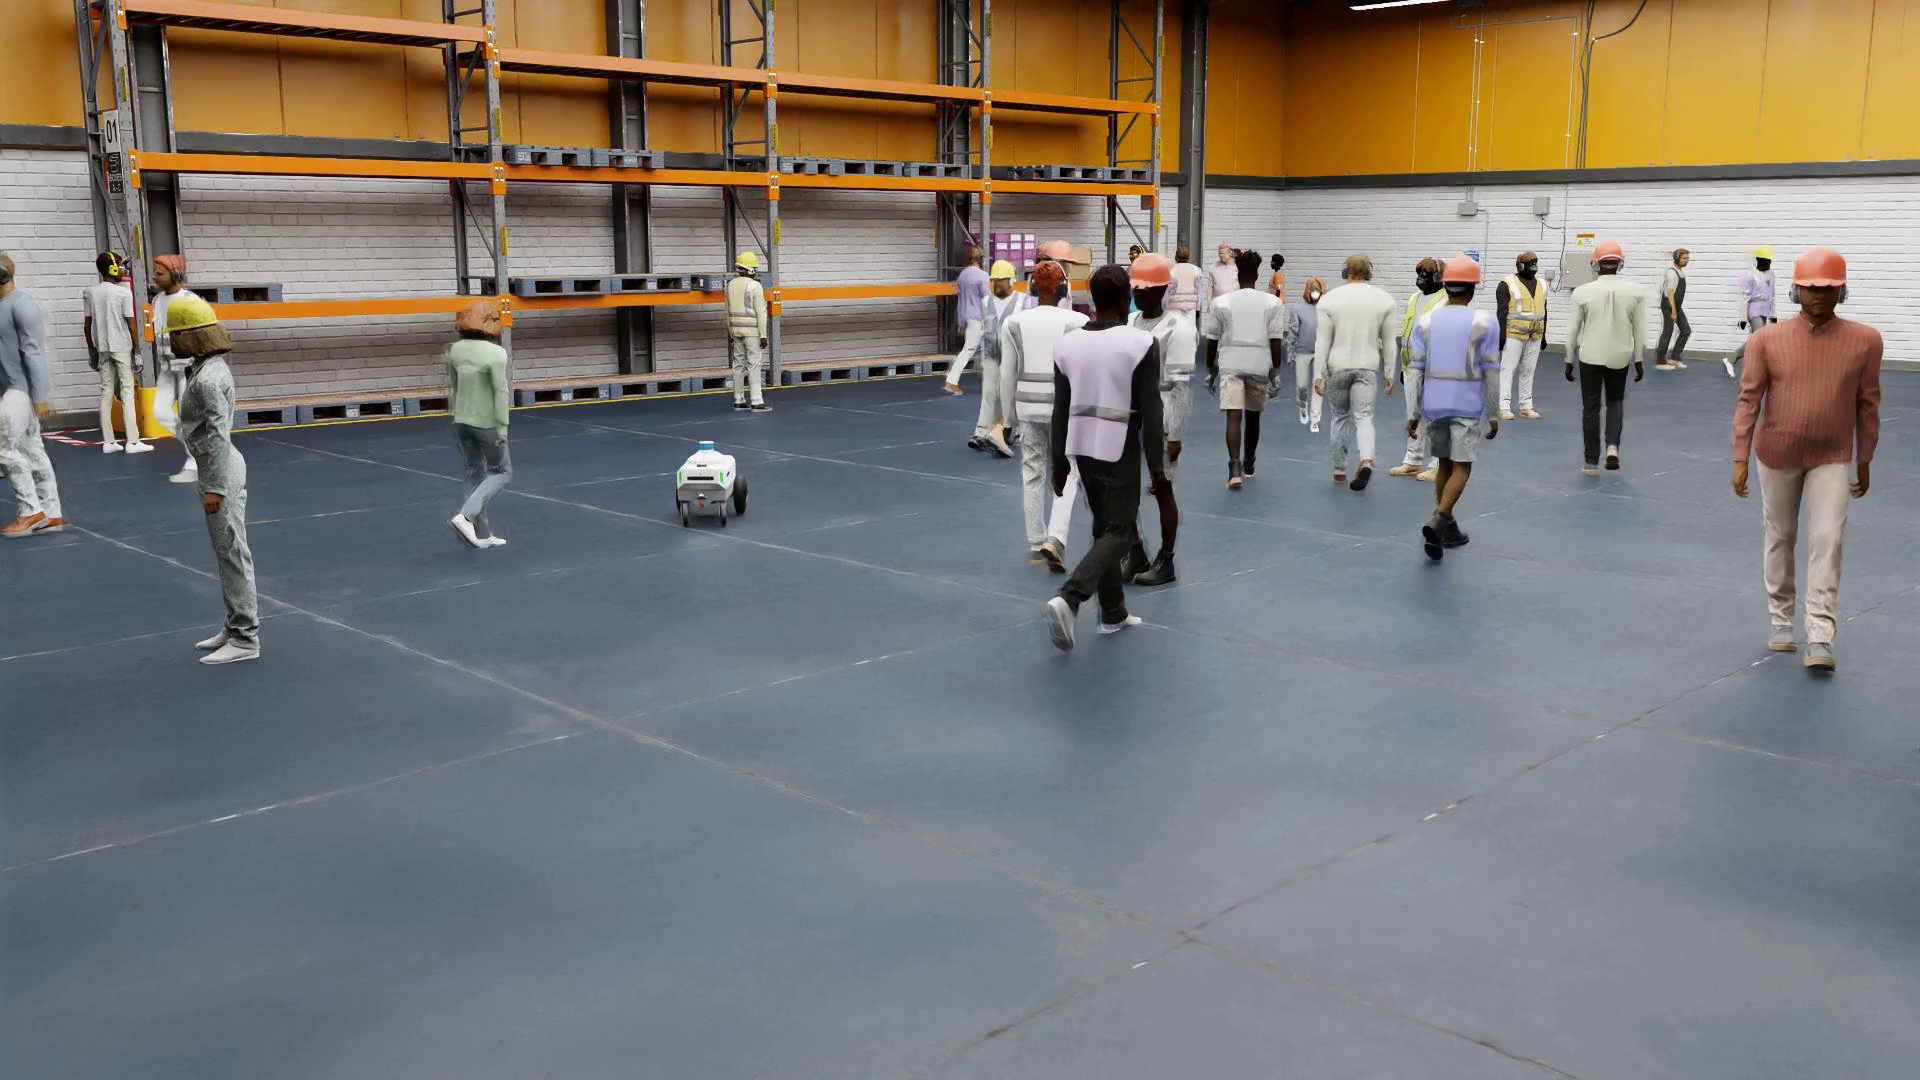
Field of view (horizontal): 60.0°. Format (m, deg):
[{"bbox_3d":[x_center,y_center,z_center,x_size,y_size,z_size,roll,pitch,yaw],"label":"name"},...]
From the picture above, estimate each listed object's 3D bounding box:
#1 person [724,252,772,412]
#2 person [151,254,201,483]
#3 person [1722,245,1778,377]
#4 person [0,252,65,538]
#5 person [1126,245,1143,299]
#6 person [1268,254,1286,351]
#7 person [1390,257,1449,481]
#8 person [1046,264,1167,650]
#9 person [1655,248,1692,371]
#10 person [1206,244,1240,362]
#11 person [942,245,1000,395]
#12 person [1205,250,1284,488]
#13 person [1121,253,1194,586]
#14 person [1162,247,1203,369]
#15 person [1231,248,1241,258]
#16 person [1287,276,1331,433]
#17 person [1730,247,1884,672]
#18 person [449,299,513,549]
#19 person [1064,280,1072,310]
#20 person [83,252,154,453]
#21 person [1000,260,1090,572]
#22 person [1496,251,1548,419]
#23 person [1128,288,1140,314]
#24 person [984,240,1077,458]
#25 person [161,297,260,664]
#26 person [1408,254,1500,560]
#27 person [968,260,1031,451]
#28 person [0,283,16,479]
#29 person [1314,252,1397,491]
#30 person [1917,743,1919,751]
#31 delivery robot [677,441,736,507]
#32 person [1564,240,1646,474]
[{"bbox_3d":[-2.430,-2.388,19.132,0.595,1.832,0.404,8,13,37],"label":"person"},{"bbox_3d":[-6.394,-1.399,13.648,0.577,1.871,0.437,5,12,27],"label":"person"},{"bbox_3d":[11.123,-3.182,23.300,0.600,1.899,0.843,-7,13,-34],"label":"person"},{"bbox_3d":[-6.353,-0.963,11.112,0.656,1.916,0.596,9,14,41],"label":"person"},{"bbox_3d":[2.723,-3.650,25.916,0.328,1.872,0.513,-10,14,-43],"label":"person"},{"bbox_3d":[5.516,-4.129,28.999,0.319,1.696,0.532,2,11,10],"label":"person"},{"bbox_3d":[3.869,-1.416,13.805,0.429,1.842,0.633,-5,11,-25],"label":"person"},{"bbox_3d":[0.688,-0.408,8.200,0.586,1.896,0.868,10,14,42],"label":"person"},{"bbox_3d":[10.709,-3.429,24.814,0.571,1.825,0.559,9,14,39],"label":"person"},{"bbox_3d":[4.256,-3.793,26.656,0.667,1.885,0.421,5,11,25],"label":"person"},{"bbox_3d":[0.168,-2.794,21.181,1.003,1.901,0.630,-5,11,-25],"label":"person"},{"bbox_3d":[2.308,-1.392,13.523,0.610,1.913,1.036,1,10,5],"label":"person"},{"bbox_3d":[1.064,-0.666,9.506,0.584,1.917,0.565,-9,13,-39],"label":"person"},{"bbox_3d":[3.349,-3.499,25.169,0.622,1.845,0.429,-2,11,-11],"label":"person"},{"bbox_3d":[4.422,-3.828,27.033,0.523,1.832,0.895,-1,10,-6],"label":"person"},{"bbox_3d":[3.671,-1.948,17.337,0.509,1.607,0.717,2,11,10],"label":"person"},{"bbox_3d":[3.969,-0.376,7.815,0.642,1.953,0.930,4,11,21],"label":"person"},{"bbox_3d":[-3.099,-0.716,10.606,0.511,1.622,0.457,6,12,31],"label":"person"},{"bbox_3d":[1.469,-3.332,24.821,0.508,1.632,0.271,9,14,41],"label":"person"},{"bbox_3d":[-7.875,-1.737,15.502,0.534,1.863,0.311,1,10,7],"label":"person"},{"bbox_3d":[0.520,-0.745,10.077,0.593,1.873,0.609,3,11,17],"label":"person"},{"bbox_3d":[6.215,-2.253,18.366,0.630,1.846,0.429,-3,11,-17],"label":"person"},{"bbox_3d":[2.791,-3.452,25.403,0.548,1.637,0.839,2,11,13],"label":"person"},{"bbox_3d":[0.724,-1.727,15.148,1.074,1.989,0.621,-5,12,-26],"label":"person"},{"bbox_3d":[-3.560,-0.280,7.901,0.321,1.736,0.487,-5,11,-24],"label":"person"},{"bbox_3d":[3.089,-0.841,10.496,0.552,1.906,0.869,8,13,36],"label":"person"},{"bbox_3d":[0.409,-1.731,15.679,0.598,1.782,0.904,5,11,25],"label":"person"},{"bbox_3d":[-7.934,-1.386,13.850,0.526,1.768,0.331,-1,10,-4],"label":"person"},{"bbox_3d":[3.149,-1.336,13.233,0.649,1.903,0.871,1,10,7],"label":"person"},{"bbox_3d":[4.243,-0.164,6.590,1.005,1.998,0.617,-4,11,-21],"label":"person"},{"bbox_3d":[-1.803,-0.460,11.854,0.477,0.478,0.707,0,10,-1],"label":"delivery robot"},{"bbox_3d":[5.443,-1.537,14.080,0.647,1.979,0.439,2,11,9],"label":"person"}]
